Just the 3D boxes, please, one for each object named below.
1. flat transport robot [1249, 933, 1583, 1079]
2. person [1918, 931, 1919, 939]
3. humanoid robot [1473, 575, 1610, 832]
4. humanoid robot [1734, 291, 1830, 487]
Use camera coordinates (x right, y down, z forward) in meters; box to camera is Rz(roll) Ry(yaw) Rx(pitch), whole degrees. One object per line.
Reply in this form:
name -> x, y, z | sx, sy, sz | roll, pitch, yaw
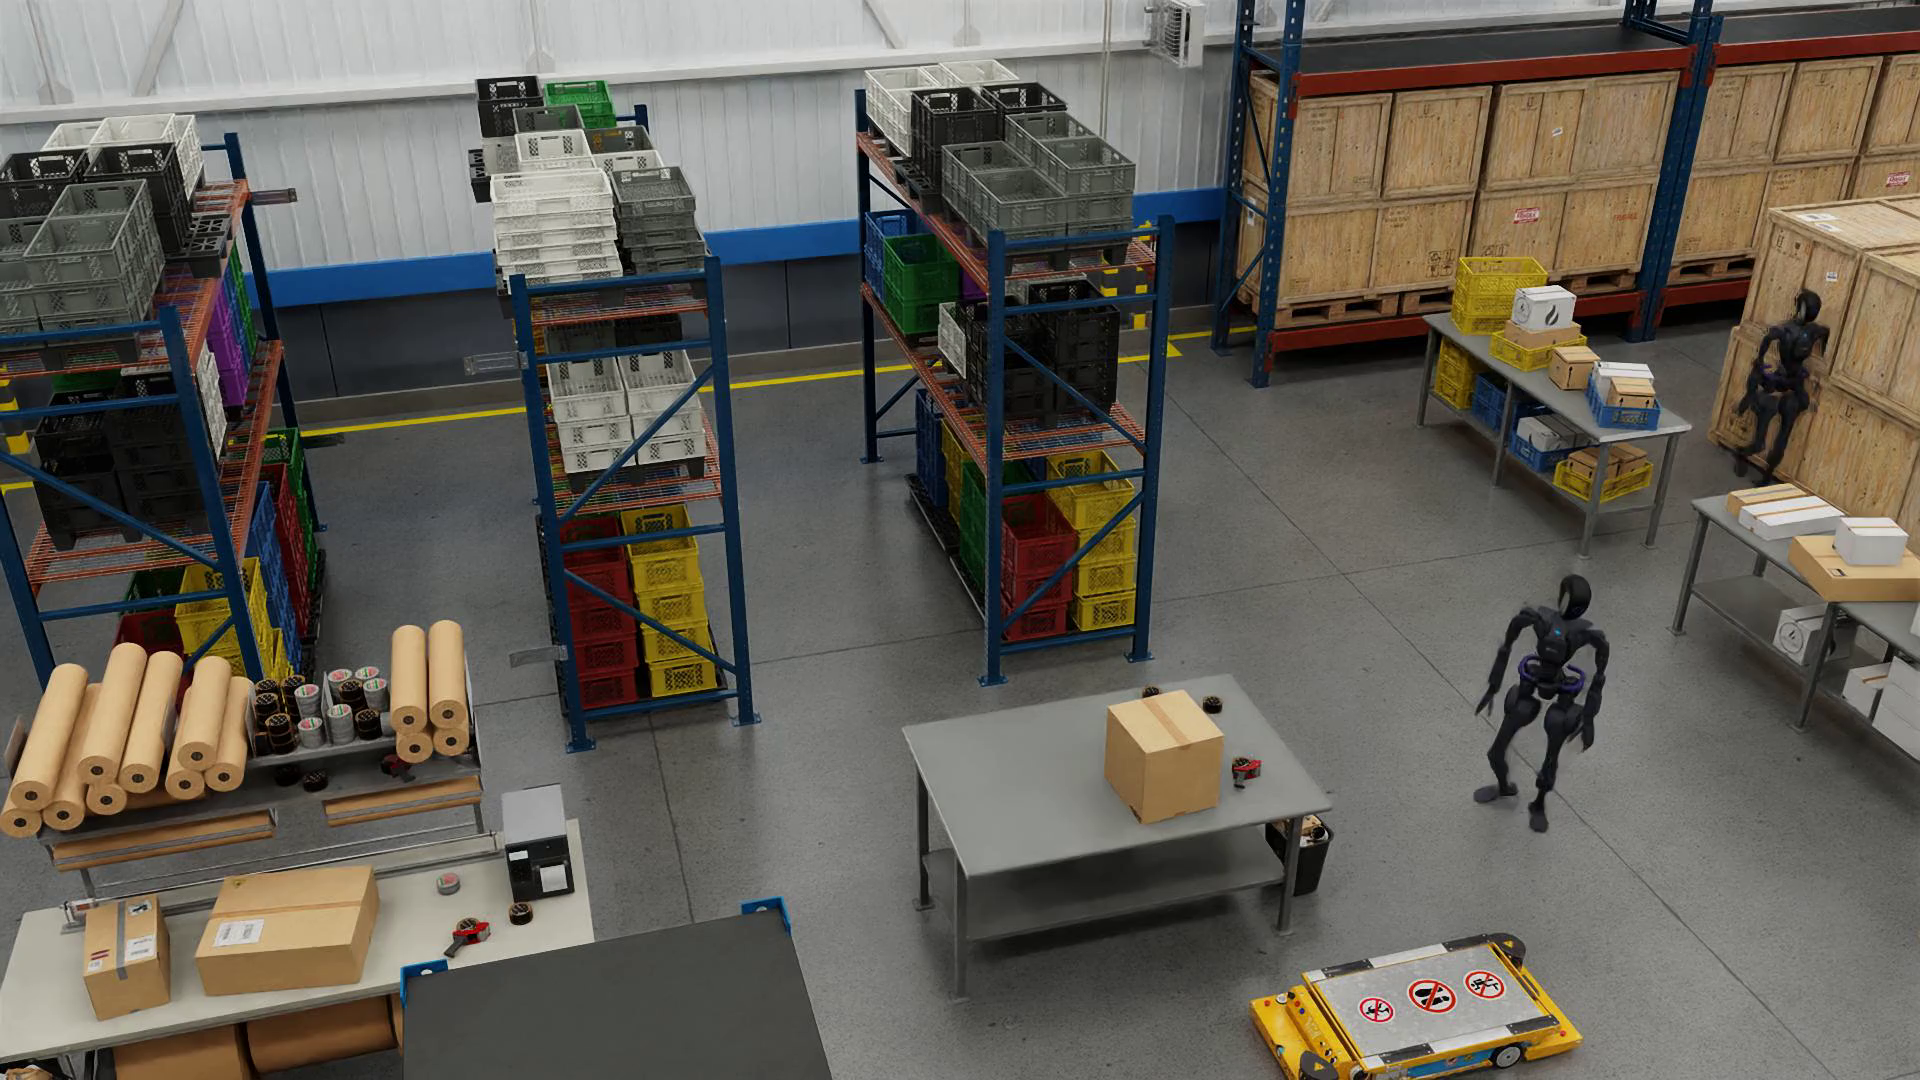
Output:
flat transport robot -> 2.184, 2.282, 7.980 | 1.431, 0.197, 0.652 | -8, 30, -14
person -> 5.159, 1.231, 8.248 | 0.356, 1.882, 0.574 | 18, 33, 29
humanoid robot -> 3.182, 0.871, 9.116 | 0.632, 1.644, 0.374 | 16, 33, 27
humanoid robot -> 6.301, -1.137, 12.770 | 0.612, 1.653, 0.411 | -1, 29, -1
